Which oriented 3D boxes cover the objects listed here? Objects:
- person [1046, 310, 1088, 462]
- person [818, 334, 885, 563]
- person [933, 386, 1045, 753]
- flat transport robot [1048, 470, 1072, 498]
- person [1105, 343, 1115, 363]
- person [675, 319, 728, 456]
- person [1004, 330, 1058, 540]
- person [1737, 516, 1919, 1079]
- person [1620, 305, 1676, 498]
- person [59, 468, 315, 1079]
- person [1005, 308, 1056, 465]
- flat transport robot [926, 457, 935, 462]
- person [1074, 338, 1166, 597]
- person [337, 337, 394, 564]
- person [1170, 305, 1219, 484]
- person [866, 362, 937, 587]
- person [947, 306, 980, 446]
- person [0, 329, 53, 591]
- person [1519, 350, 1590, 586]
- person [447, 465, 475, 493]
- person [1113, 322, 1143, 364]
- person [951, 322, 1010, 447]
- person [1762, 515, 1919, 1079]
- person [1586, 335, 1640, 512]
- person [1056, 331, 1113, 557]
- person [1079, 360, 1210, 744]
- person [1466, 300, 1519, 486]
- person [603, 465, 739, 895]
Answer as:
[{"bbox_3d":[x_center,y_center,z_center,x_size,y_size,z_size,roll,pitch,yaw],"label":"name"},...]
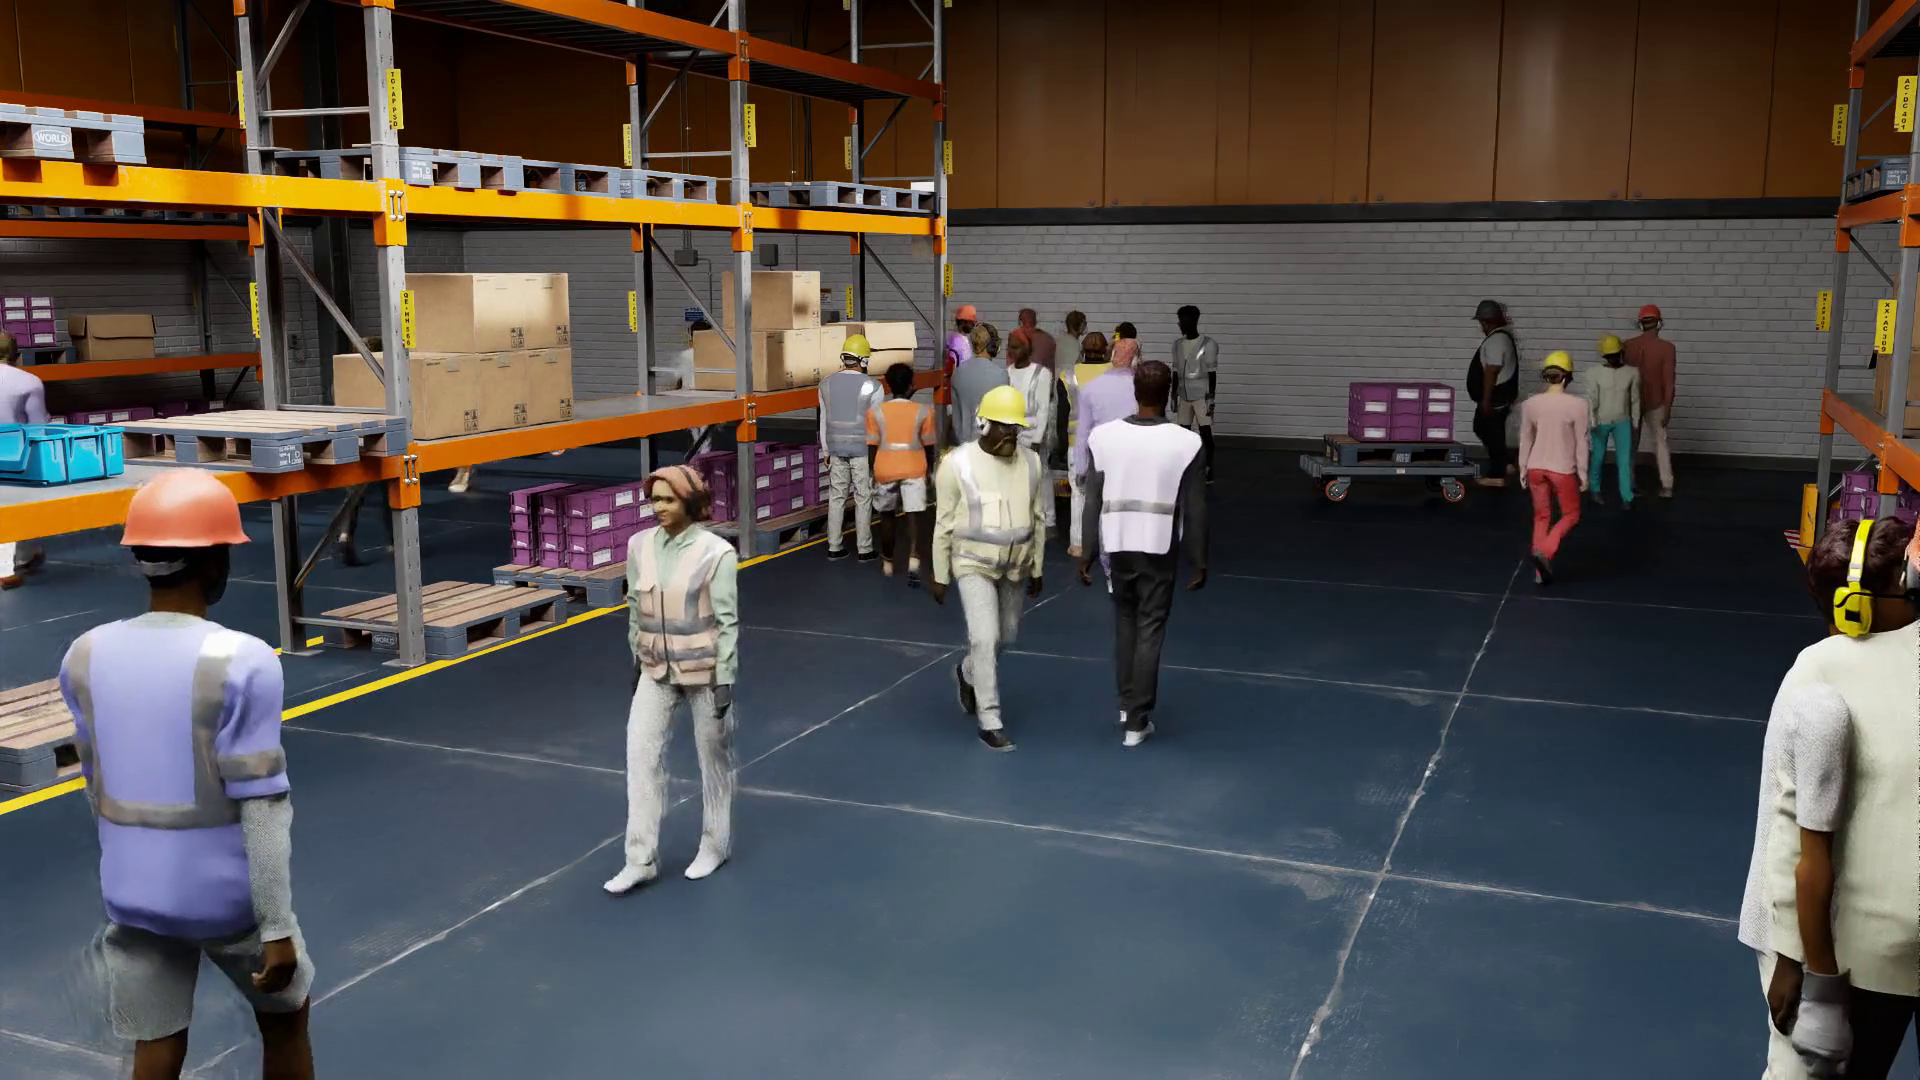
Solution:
[{"bbox_3d":[1.265,-1.546,18.107,1.046,1.879,0.641,-2,10,-11],"label":"person"},{"bbox_3d":[-0.842,-0.721,13.284,0.595,1.827,0.403,4,10,24],"label":"person"},{"bbox_3d":[0.126,0.106,8.359,0.601,1.791,0.821,-5,11,-27],"label":"person"},{"bbox_3d":[0.948,-0.583,17.125,1.431,0.197,0.652,8,12,40],"label":"flat transport robot"},{"bbox_3d":[1.595,-1.146,16.457,0.574,1.611,0.517,-8,12,-39],"label":"person"},{"bbox_3d":[-2.563,-1.244,16.370,0.506,1.848,0.447,6,11,32],"label":"person"},{"bbox_3d":[0.525,-0.860,14.121,0.589,1.827,1.009,7,12,38],"label":"person"},{"bbox_3d":[1.813,0.871,3.476,0.336,1.873,0.521,5,11,29],"label":"person"},{"bbox_3d":[7.031,-1.407,16.972,0.629,1.969,0.568,9,13,44],"label":"person"},{"bbox_3d":[-1.722,0.778,3.923,0.567,1.909,0.785,2,10,10],"label":"person"},{"bbox_3d":[0.832,-1.763,19.404,0.655,1.882,0.779,-3,10,-20],"label":"person"},{"bbox_3d":[-0.072,-0.758,18.187,0.652,0.197,1.431,-6,11,-34],"label":"flat transport robot"},{"bbox_3d":[1.180,-0.544,12.136,0.651,1.839,1.052,2,10,14],"label":"person"},{"bbox_3d":[-4.745,-0.724,13.350,0.510,1.809,0.895,0,9,3],"label":"person"},{"bbox_3d":[2.535,-1.572,18.062,0.408,1.953,0.609,-8,12,-40],"label":"person"},{"bbox_3d":[-0.435,-0.494,12.385,0.529,1.656,0.835,-1,9,-3],"label":"person"},{"bbox_3d":[0.110,-1.773,19.400,0.865,1.896,0.552,1,9,8],"label":"person"},{"bbox_3d":[-7.049,-0.616,12.411,0.653,1.888,0.990,0,9,1],"label":"person"},{"bbox_3d":[4.326,-0.509,12.184,0.463,1.750,0.544,-8,13,-41],"label":"person"},{"bbox_3d":[-5.296,-1.478,17.288,0.640,2.013,0.517,7,11,35],"label":"person"},{"bbox_3d":[1.606,-1.103,15.546,0.425,1.848,0.730,2,10,12],"label":"person"},{"bbox_3d":[0.187,-0.687,12.717,0.372,1.940,0.630,-8,12,-40],"label":"person"},{"bbox_3d":[1.928,0.842,3.308,0.612,1.984,0.401,3,10,16],"label":"person"},{"bbox_3d":[6.369,-1.152,16.269,0.533,1.713,0.902,1,9,8],"label":"person"},{"bbox_3d":[1.090,-0.776,13.548,0.626,1.844,0.429,0,9,0],"label":"person"},{"bbox_3d":[0.958,0.045,8.386,0.634,1.896,0.696,4,10,22],"label":"person"},{"bbox_3d":[5.710,-1.584,17.843,0.539,2.000,0.690,3,10,20],"label":"person"},{"bbox_3d":[-1.096,0.535,6.245,0.540,1.614,0.674,4,10,24],"label":"person"}]
